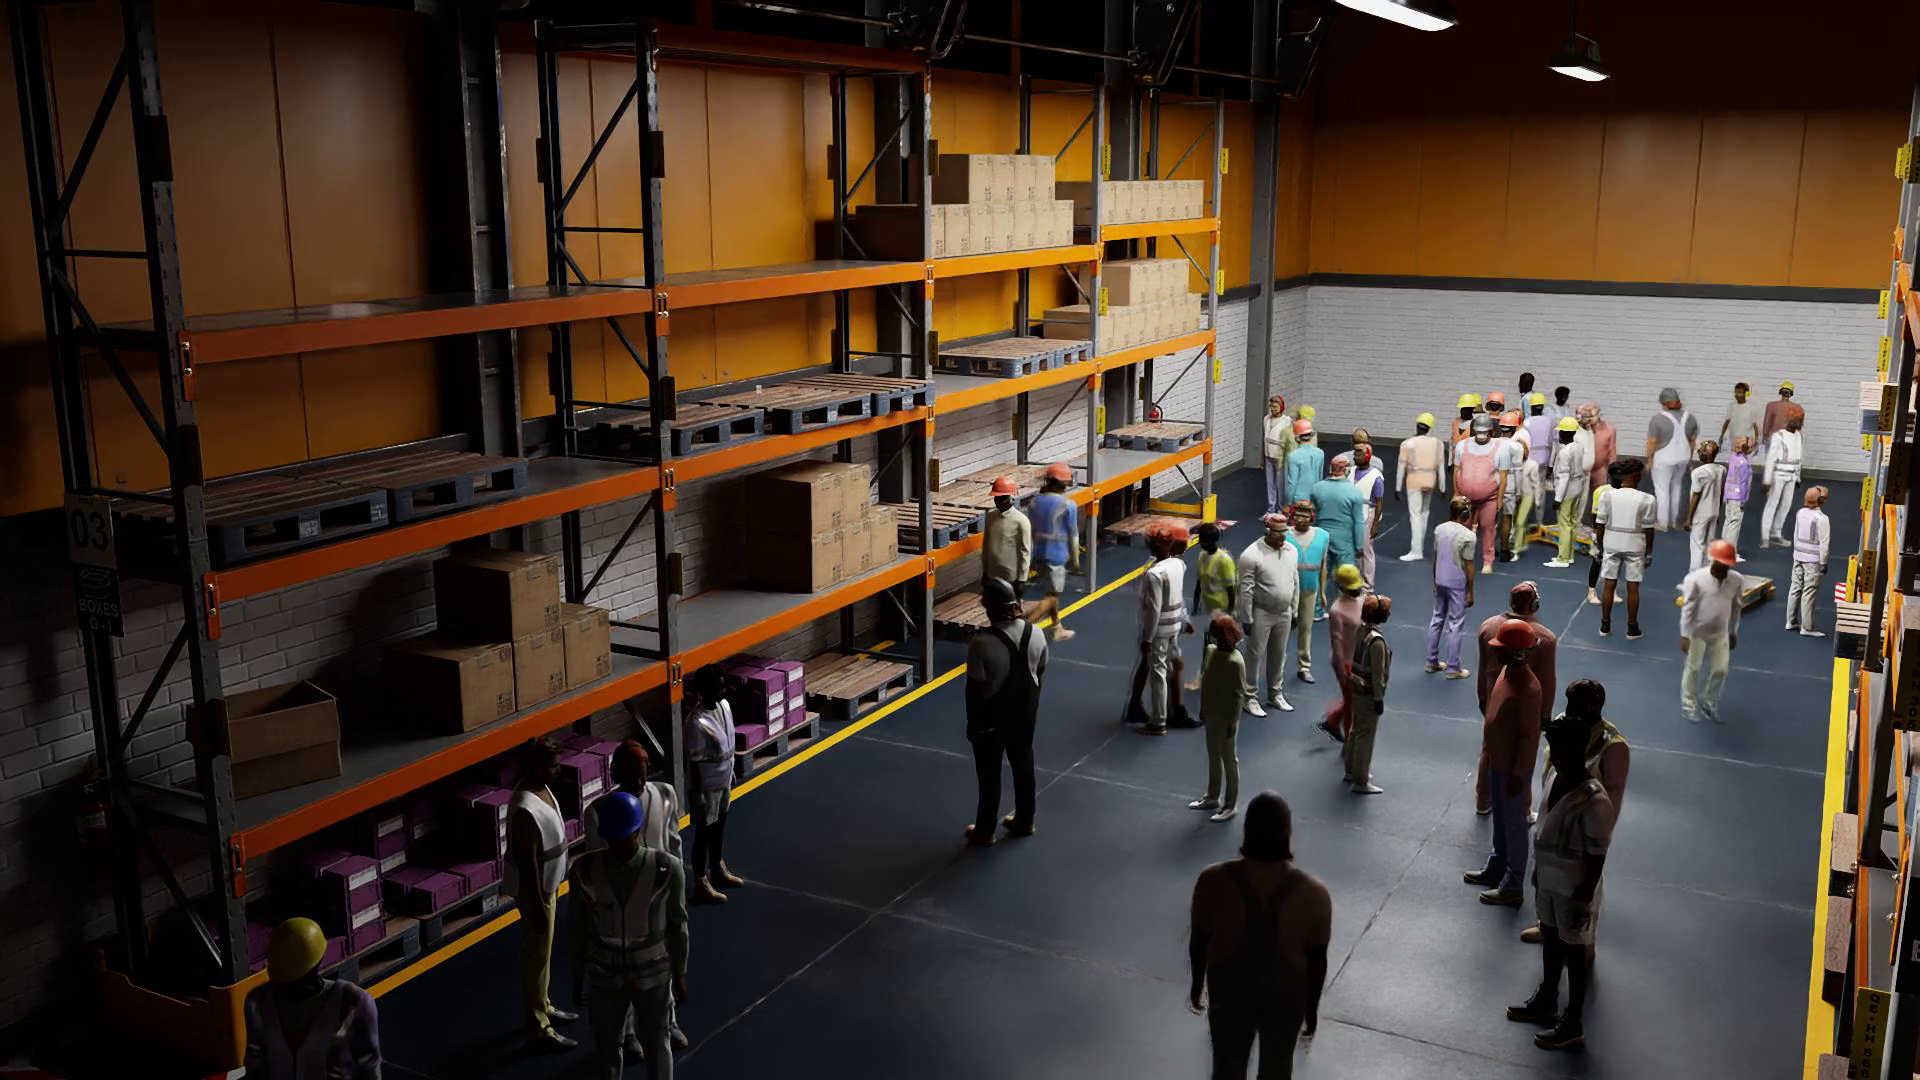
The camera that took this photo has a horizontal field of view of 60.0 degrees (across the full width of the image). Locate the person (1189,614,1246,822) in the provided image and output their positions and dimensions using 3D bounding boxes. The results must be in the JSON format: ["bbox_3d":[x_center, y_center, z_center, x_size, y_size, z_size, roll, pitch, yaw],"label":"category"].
[{"bbox_3d":[2.021,1.363,12.923,0.287,1.635,0.499,-6,14,-24],"label":"person"}]

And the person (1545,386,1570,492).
[{"bbox_3d":[9.335,-1.590,26.042,0.537,1.675,0.358,-7,14,-27],"label":"person"}]

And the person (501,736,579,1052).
[{"bbox_3d":[-2.428,2.013,9.554,0.389,1.838,0.563,-2,13,-9],"label":"person"}]

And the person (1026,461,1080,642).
[{"bbox_3d":[0.894,0.176,17.440,0.938,2.000,0.593,-11,17,-42],"label":"person"}]

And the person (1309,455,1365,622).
[{"bbox_3d":[4.178,0.004,18.427,0.650,1.900,0.400,11,17,41],"label":"person"}]

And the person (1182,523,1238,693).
[{"bbox_3d":[2.402,0.652,16.043,0.747,1.648,0.544,-4,13,-19],"label":"person"}]

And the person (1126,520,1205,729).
[{"bbox_3d":[1.915,0.757,15.027,0.858,1.893,0.550,2,13,10],"label":"person"}]

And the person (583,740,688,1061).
[{"bbox_3d":[-1.832,2.022,9.428,0.589,1.876,0.359,-10,16,-37],"label":"person"}]

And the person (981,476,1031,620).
[{"bbox_3d":[0.444,0.342,16.682,0.612,1.995,0.377,12,17,43],"label":"person"}]

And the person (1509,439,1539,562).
[{"bbox_3d":[7.292,-0.549,21.604,0.711,1.590,0.515,-12,17,-43],"label":"person"}]

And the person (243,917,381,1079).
[{"bbox_3d":[-2.776,2.507,7.152,0.585,1.922,0.372,0,13,2],"label":"person"}]

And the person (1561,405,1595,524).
[{"bbox_3d":[8.323,-0.882,22.399,0.653,1.894,0.400,-12,17,-42],"label":"person"}]

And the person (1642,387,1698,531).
[{"bbox_3d":[9.875,-1.165,23.324,0.707,2.000,0.714,-2,13,-9],"label":"person"}]

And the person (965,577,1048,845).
[{"bbox_3d":[0.295,1.258,12.476,0.681,2.000,0.535,-8,15,-32],"label":"person"}]

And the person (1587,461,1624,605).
[{"bbox_3d":[7.546,-0.086,19.266,0.540,1.697,0.317,-3,13,-15],"label":"person"}]

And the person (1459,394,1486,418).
[{"bbox_3d":[7.578,-1.305,24.659,0.490,1.730,0.323,2,13,8],"label":"person"}]

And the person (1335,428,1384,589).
[{"bbox_3d":[4.780,-0.379,20.038,0.635,1.936,0.354,8,15,32],"label":"person"}]

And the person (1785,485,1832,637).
[{"bbox_3d":[9.199,0.224,18.003,0.308,1.645,0.514,-2,13,-9],"label":"person"}]

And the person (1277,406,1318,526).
[{"bbox_3d":[4.756,-1.031,23.465,0.567,1.737,0.337,3,13,14],"label":"person"}]

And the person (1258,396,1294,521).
[{"bbox_3d":[4.530,-1.150,23.724,0.393,1.836,0.560,-8,15,-31],"label":"person"}]

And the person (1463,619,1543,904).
[{"bbox_3d":[3.773,1.511,11.449,0.375,1.995,0.611,0,13,0],"label":"person"}]

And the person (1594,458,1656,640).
[{"bbox_3d":[7.143,0.092,17.876,0.602,1.961,0.371,8,15,32],"label":"person"}]

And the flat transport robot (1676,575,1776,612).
[{"bbox_3d":[8.976,0.593,19.450,0.652,0.197,1.431,11,17,41],"label":"flat transport robot"}]

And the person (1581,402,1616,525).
[{"bbox_3d":[8.638,-0.975,22.830,0.665,1.886,0.538,4,13,18],"label":"person"}]

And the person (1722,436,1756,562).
[{"bbox_3d":[10.015,-0.533,21.424,0.319,1.631,0.524,2,13,9],"label":"person"}]

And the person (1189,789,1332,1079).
[{"bbox_3d":[1.469,2.205,8.236,0.681,2.000,0.909,3,13,11],"label":"person"}]

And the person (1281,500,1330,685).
[{"bbox_3d":[3.322,0.499,16.322,0.564,1.842,0.393,-1,13,-4],"label":"person"}]

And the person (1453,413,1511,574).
[{"bbox_3d":[6.456,-0.588,20.741,0.682,2.000,0.535,8,15,30],"label":"person"}]

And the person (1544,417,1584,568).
[{"bbox_3d":[7.662,-0.603,21.061,0.374,1.928,0.584,10,16,37],"label":"person"}]

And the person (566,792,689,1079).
[{"bbox_3d":[-1.688,2.198,8.474,0.614,1.946,0.389,-1,13,-4],"label":"person"}]

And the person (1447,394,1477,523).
[{"bbox_3d":[7.040,-1.080,23.201,0.366,1.927,0.585,-8,15,-33],"label":"person"}]

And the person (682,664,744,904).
[{"bbox_3d":[-1.714,1.661,11.471,0.319,1.690,0.530,4,13,18],"label":"person"}]

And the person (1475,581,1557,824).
[{"bbox_3d":[4.302,1.249,12.856,0.394,1.899,0.642,-11,17,-41],"label":"person"}]

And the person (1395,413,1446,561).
[{"bbox_3d":[5.973,-0.693,21.608,0.641,1.875,0.683,-2,13,-9],"label":"person"}]

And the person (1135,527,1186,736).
[{"bbox_3d":[1.793,0.807,14.851,0.345,1.882,0.584,8,15,33],"label":"person"}]

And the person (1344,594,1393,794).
[{"bbox_3d":[3.318,1.240,13.484,0.312,1.631,0.514,0,13,-1],"label":"person"}]

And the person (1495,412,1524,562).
[{"bbox_3d":[7.009,-0.681,21.422,0.381,1.930,0.546,-9,15,-35],"label":"person"}]

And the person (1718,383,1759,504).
[{"bbox_3d":[11.667,-1.454,25.081,0.896,1.828,0.552,-7,14,-28],"label":"person"}]

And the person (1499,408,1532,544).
[{"bbox_3d":[7.525,-0.864,22.445,0.379,1.836,0.565,3,13,14],"label":"person"}]

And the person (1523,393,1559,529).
[{"bbox_3d":[8.055,-1.101,23.332,0.588,1.915,0.398,0,13,-1],"label":"person"}]

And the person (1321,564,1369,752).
[{"bbox_3d":[3.325,1.021,14.250,0.474,1.727,0.566,12,18,44],"label":"person"}]

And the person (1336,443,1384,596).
[{"bbox_3d":[4.742,-0.229,19.574,0.373,1.843,0.572,-6,14,-24],"label":"person"}]

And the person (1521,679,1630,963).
[{"bbox_3d":[3.926,1.773,10.623,0.429,1.844,0.622,-5,14,-23],"label":"person"}]

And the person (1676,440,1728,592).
[{"bbox_3d":[8.842,-0.277,19.791,0.506,1.847,0.345,-6,14,-25],"label":"person"}]

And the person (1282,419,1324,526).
[{"bbox_3d":[4.193,-0.492,20.420,0.618,1.990,0.394,-9,16,-35],"label":"person"}]

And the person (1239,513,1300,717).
[{"bbox_3d":[2.875,0.684,15.370,0.643,1.901,0.399,-7,14,-27],"label":"person"}]

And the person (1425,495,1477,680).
[{"bbox_3d":[4.888,0.466,16.496,0.349,1.837,0.502,-8,15,-32],"label":"person"}]

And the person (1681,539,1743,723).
[{"bbox_3d":[6.818,0.824,15.114,0.580,1.742,0.375,0,13,-2],"label":"person"}]

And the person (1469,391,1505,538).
[{"bbox_3d":[7.239,-1.018,22.708,0.612,2.029,0.407,4,13,16],"label":"person"}]

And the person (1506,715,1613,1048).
[{"bbox_3d":[3.474,1.946,9.579,0.375,1.959,0.603,-2,13,-8],"label":"person"}]

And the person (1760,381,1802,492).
[{"bbox_3d":[12.789,-1.596,25.912,0.532,1.754,0.340,6,14,25],"label":"person"}]

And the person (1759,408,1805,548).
[{"bbox_3d":[10.958,-0.819,22.188,0.679,1.868,0.339,-6,14,-25],"label":"person"}]
